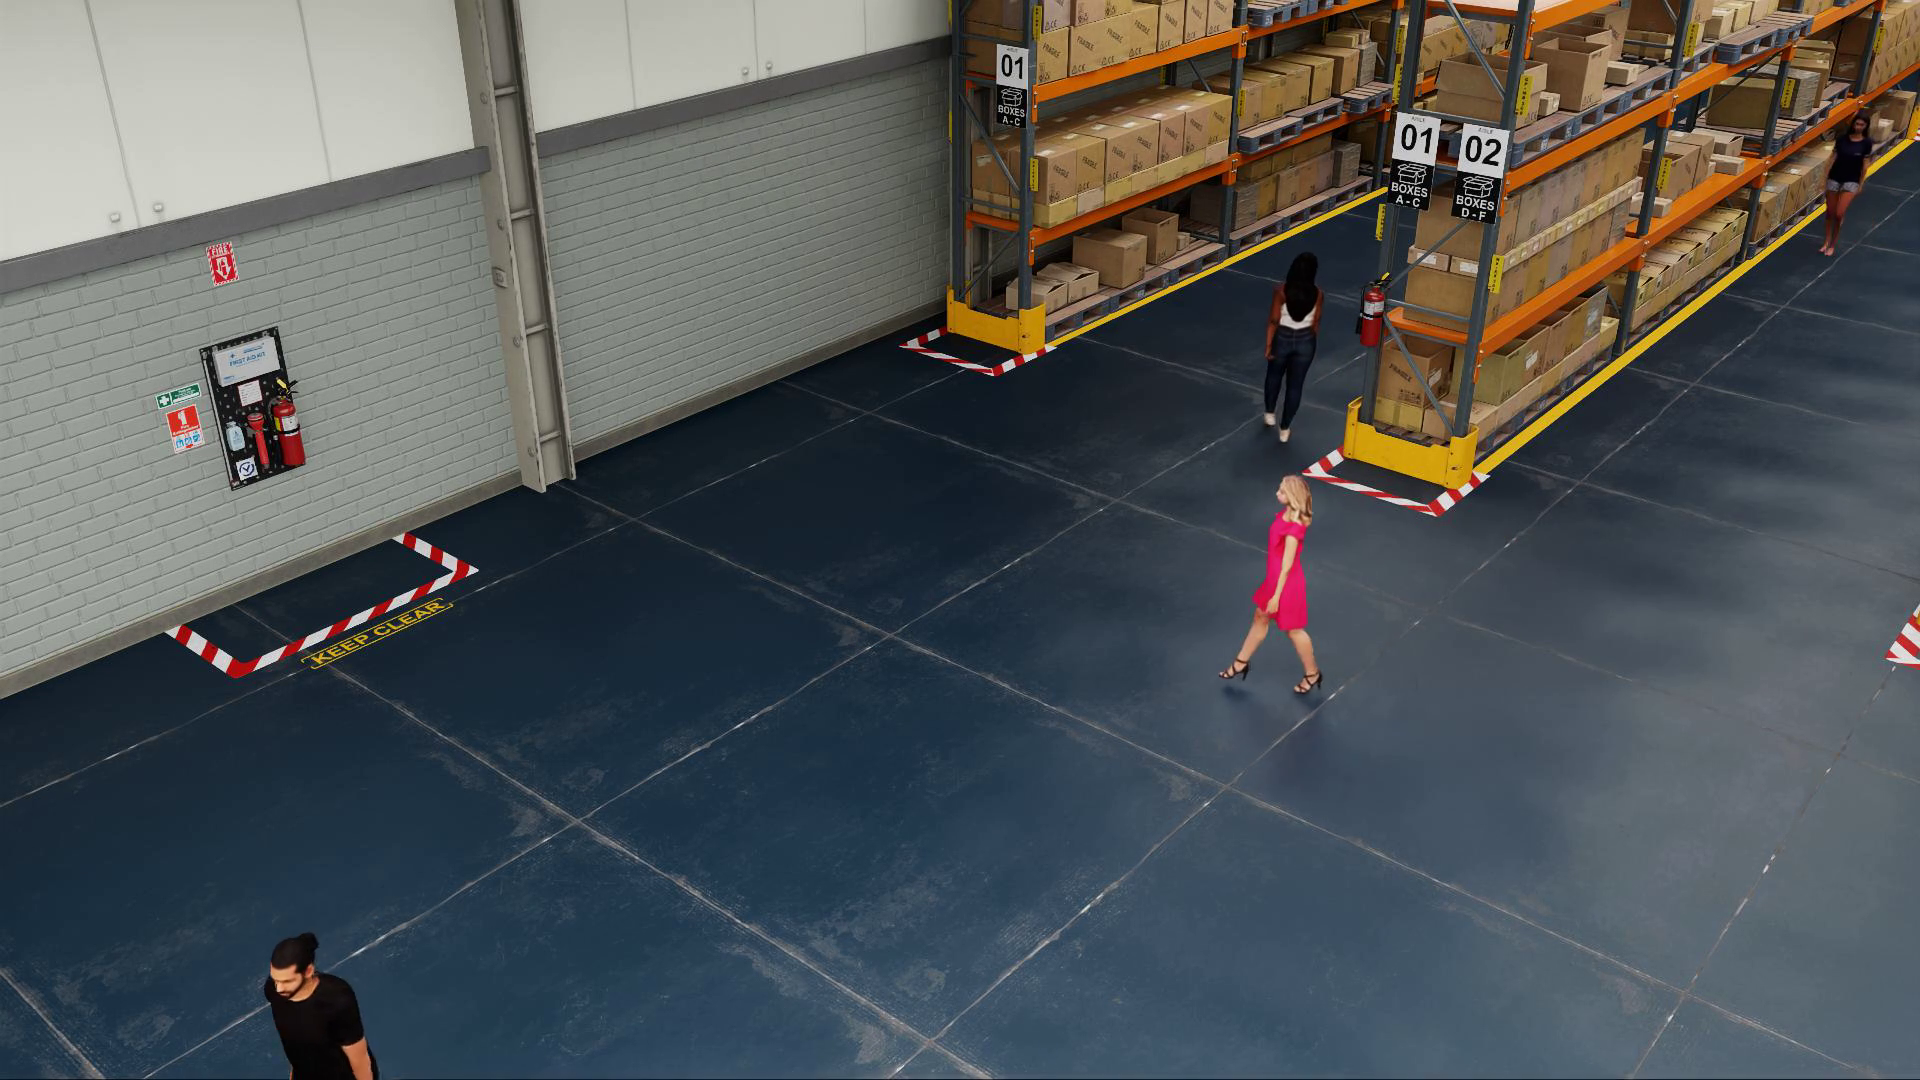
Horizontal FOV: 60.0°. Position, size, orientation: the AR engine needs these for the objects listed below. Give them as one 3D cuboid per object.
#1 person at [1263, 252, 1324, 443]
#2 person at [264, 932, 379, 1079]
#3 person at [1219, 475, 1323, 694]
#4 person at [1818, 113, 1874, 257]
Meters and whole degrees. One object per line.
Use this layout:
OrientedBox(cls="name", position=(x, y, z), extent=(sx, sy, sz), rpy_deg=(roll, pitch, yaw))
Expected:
OrientedBox(cls="person", position=(3.109, -1.759, 15.481), extent=(0.838, 1.780, 0.930), rpy_deg=(5, 28, 9))
OrientedBox(cls="person", position=(-2.852, 2.419, 7.685), extent=(0.778, 1.734, 0.798), rpy_deg=(6, 29, 10))
OrientedBox(cls="person", position=(2.354, 0.344, 11.630), extent=(0.973, 1.688, 0.980), rpy_deg=(2, 28, 4))
OrientedBox(cls="person", position=(10.892, -4.394, 20.460), extent=(0.653, 1.750, 0.613), rpy_deg=(-25, 37, -38))
